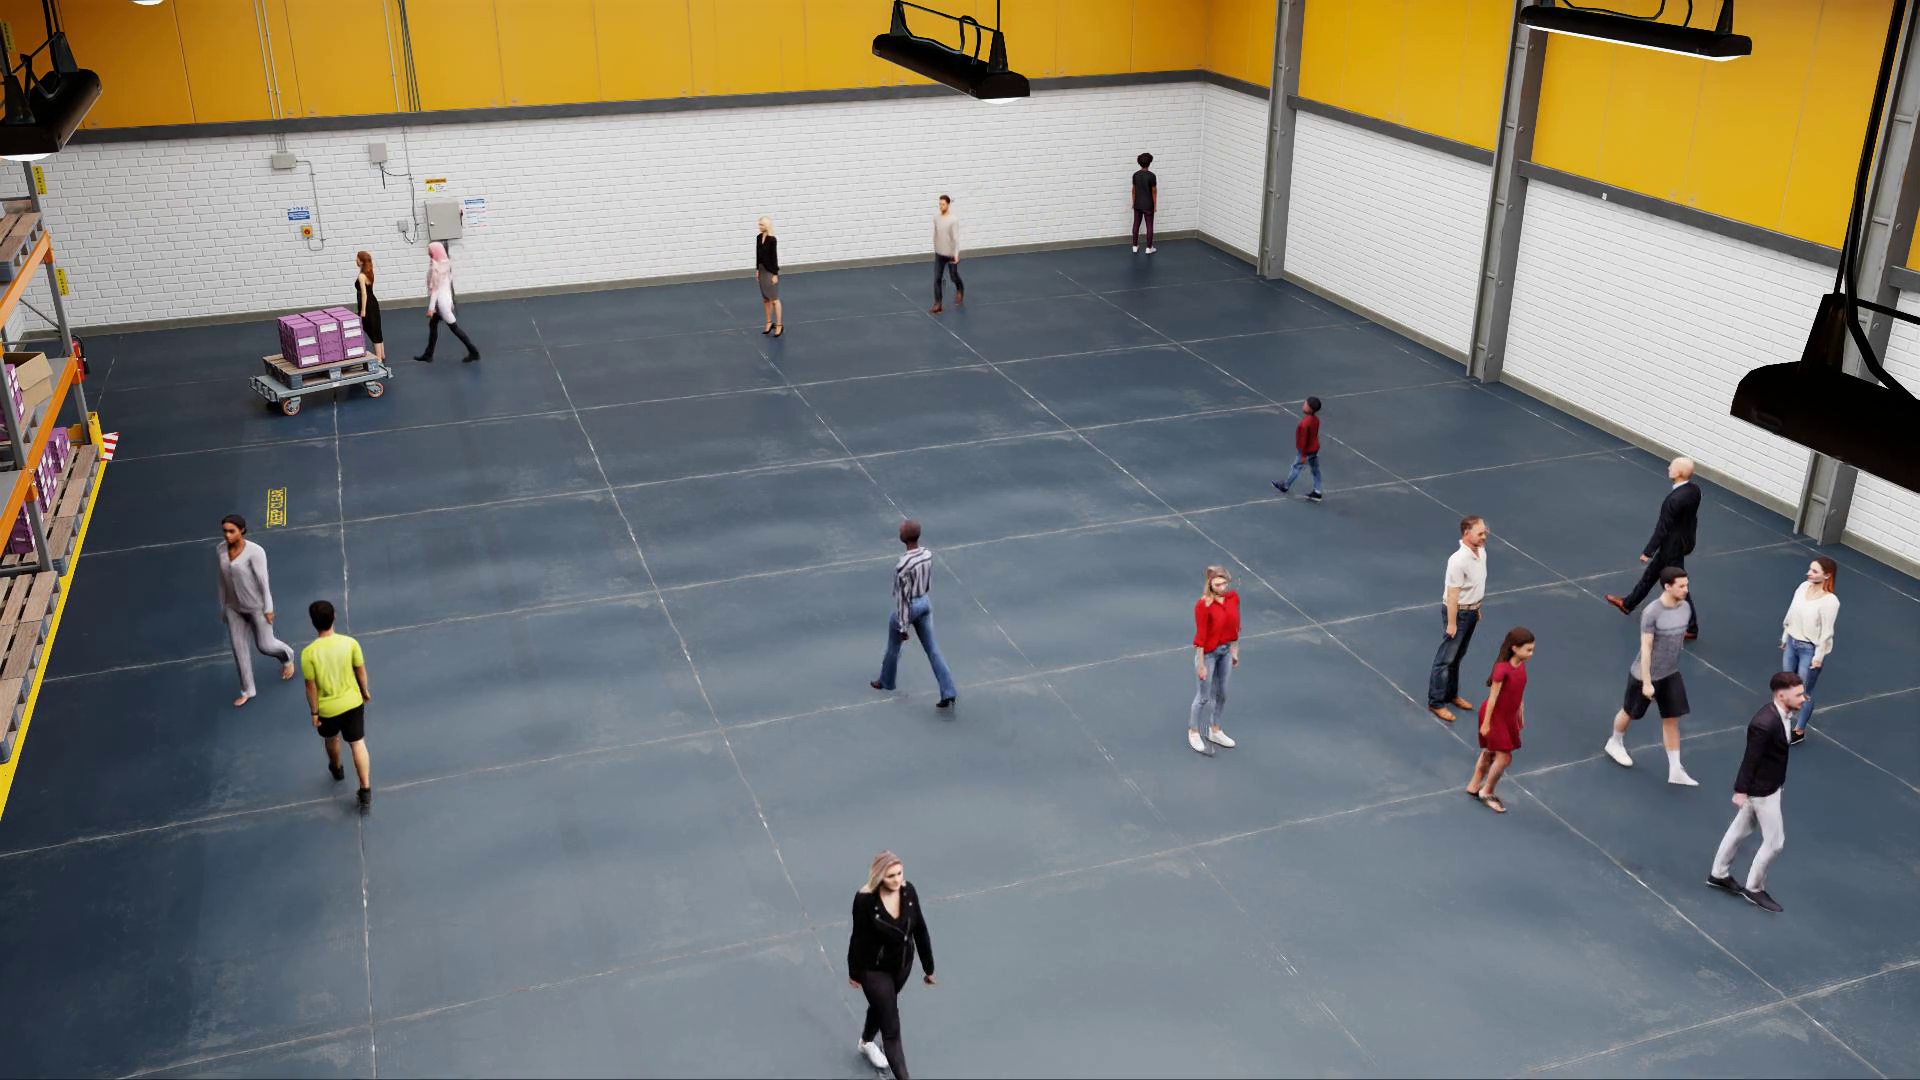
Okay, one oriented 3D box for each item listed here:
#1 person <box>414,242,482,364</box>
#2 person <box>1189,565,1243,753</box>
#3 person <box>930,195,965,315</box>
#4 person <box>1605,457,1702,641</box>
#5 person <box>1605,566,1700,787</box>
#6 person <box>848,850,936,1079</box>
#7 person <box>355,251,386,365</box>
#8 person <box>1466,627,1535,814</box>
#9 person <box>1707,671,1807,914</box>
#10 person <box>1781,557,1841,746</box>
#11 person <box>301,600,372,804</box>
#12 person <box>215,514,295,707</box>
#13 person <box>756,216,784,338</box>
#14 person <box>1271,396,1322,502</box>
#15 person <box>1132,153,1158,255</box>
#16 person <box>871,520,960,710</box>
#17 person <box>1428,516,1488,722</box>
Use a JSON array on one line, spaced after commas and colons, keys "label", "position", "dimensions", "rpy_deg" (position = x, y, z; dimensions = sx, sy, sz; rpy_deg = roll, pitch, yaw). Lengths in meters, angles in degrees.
[{"label": "person", "position": [-7.248, -3.316, 23.629], "dimensions": [0.908, 1.753, 1.192], "rpy_deg": [-2, 24, -5]}, {"label": "person", "position": [2.146, 0.970, 13.903], "dimensions": [0.690, 1.690, 0.629], "rpy_deg": [-19, 30, -37]}, {"label": "person", "position": [-0.168, -4.527, 26.296], "dimensions": [1.171, 1.837, 1.188], "rpy_deg": [12, 26, 26]}, {"label": "person", "position": [6.848, 0.120, 15.776], "dimensions": [1.310, 1.748, 1.079], "rpy_deg": [20, 31, 38]}, {"label": "person", "position": [5.583, 1.045, 13.548], "dimensions": [0.686, 1.837, 1.143], "rpy_deg": [-7, 25, -16]}, {"label": "person", "position": [-0.501, 2.598, 10.229], "dimensions": [0.831, 1.650, 1.145], "rpy_deg": [-15, 28, -31]}, {"label": "person", "position": [-8.471, -3.343, 23.852], "dimensions": [0.705, 1.625, 0.600], "rpy_deg": [-1, 24, -3]}, {"label": "person", "position": [4.212, 1.368, 13.189], "dimensions": [0.674, 1.533, 0.735], "rpy_deg": [-20, 31, -38]}, {"label": "person", "position": [5.661, 1.743, 11.965], "dimensions": [0.952, 1.827, 0.891], "rpy_deg": [17, 29, 34]}, {"label": "person", "position": [7.129, 0.919, 14.019], "dimensions": [0.697, 1.691, 0.527], "rpy_deg": [-5, 24, -12]}, {"label": "person", "position": [-4.885, 1.312, 13.145], "dimensions": [0.759, 1.671, 1.128], "rpy_deg": [-13, 27, -28]}, {"label": "person", "position": [-6.302, 0.563, 14.798], "dimensions": [0.929, 1.719, 1.067], "rpy_deg": [4, 24, 10]}, {"label": "person", "position": [-2.870, -3.962, 24.999], "dimensions": [0.634, 1.840, 0.744], "rpy_deg": [20, 31, 38]}, {"label": "person", "position": [4.043, -1.022, 19.035], "dimensions": [0.905, 1.231, 0.752], "rpy_deg": [19, 30, 37]}, {"label": "person", "position": [3.308, -6.067, 29.884], "dimensions": [0.717, 1.784, 0.779], "rpy_deg": [11, 26, 24]}, {"label": "person", "position": [-0.326, 0.698, 14.458], "dimensions": [1.260, 1.744, 1.072], "rpy_deg": [17, 29, 33]}, {"label": "person", "position": [4.334, 0.635, 14.463], "dimensions": [0.745, 1.856, 0.727], "rpy_deg": [-21, 32, -40]}]
